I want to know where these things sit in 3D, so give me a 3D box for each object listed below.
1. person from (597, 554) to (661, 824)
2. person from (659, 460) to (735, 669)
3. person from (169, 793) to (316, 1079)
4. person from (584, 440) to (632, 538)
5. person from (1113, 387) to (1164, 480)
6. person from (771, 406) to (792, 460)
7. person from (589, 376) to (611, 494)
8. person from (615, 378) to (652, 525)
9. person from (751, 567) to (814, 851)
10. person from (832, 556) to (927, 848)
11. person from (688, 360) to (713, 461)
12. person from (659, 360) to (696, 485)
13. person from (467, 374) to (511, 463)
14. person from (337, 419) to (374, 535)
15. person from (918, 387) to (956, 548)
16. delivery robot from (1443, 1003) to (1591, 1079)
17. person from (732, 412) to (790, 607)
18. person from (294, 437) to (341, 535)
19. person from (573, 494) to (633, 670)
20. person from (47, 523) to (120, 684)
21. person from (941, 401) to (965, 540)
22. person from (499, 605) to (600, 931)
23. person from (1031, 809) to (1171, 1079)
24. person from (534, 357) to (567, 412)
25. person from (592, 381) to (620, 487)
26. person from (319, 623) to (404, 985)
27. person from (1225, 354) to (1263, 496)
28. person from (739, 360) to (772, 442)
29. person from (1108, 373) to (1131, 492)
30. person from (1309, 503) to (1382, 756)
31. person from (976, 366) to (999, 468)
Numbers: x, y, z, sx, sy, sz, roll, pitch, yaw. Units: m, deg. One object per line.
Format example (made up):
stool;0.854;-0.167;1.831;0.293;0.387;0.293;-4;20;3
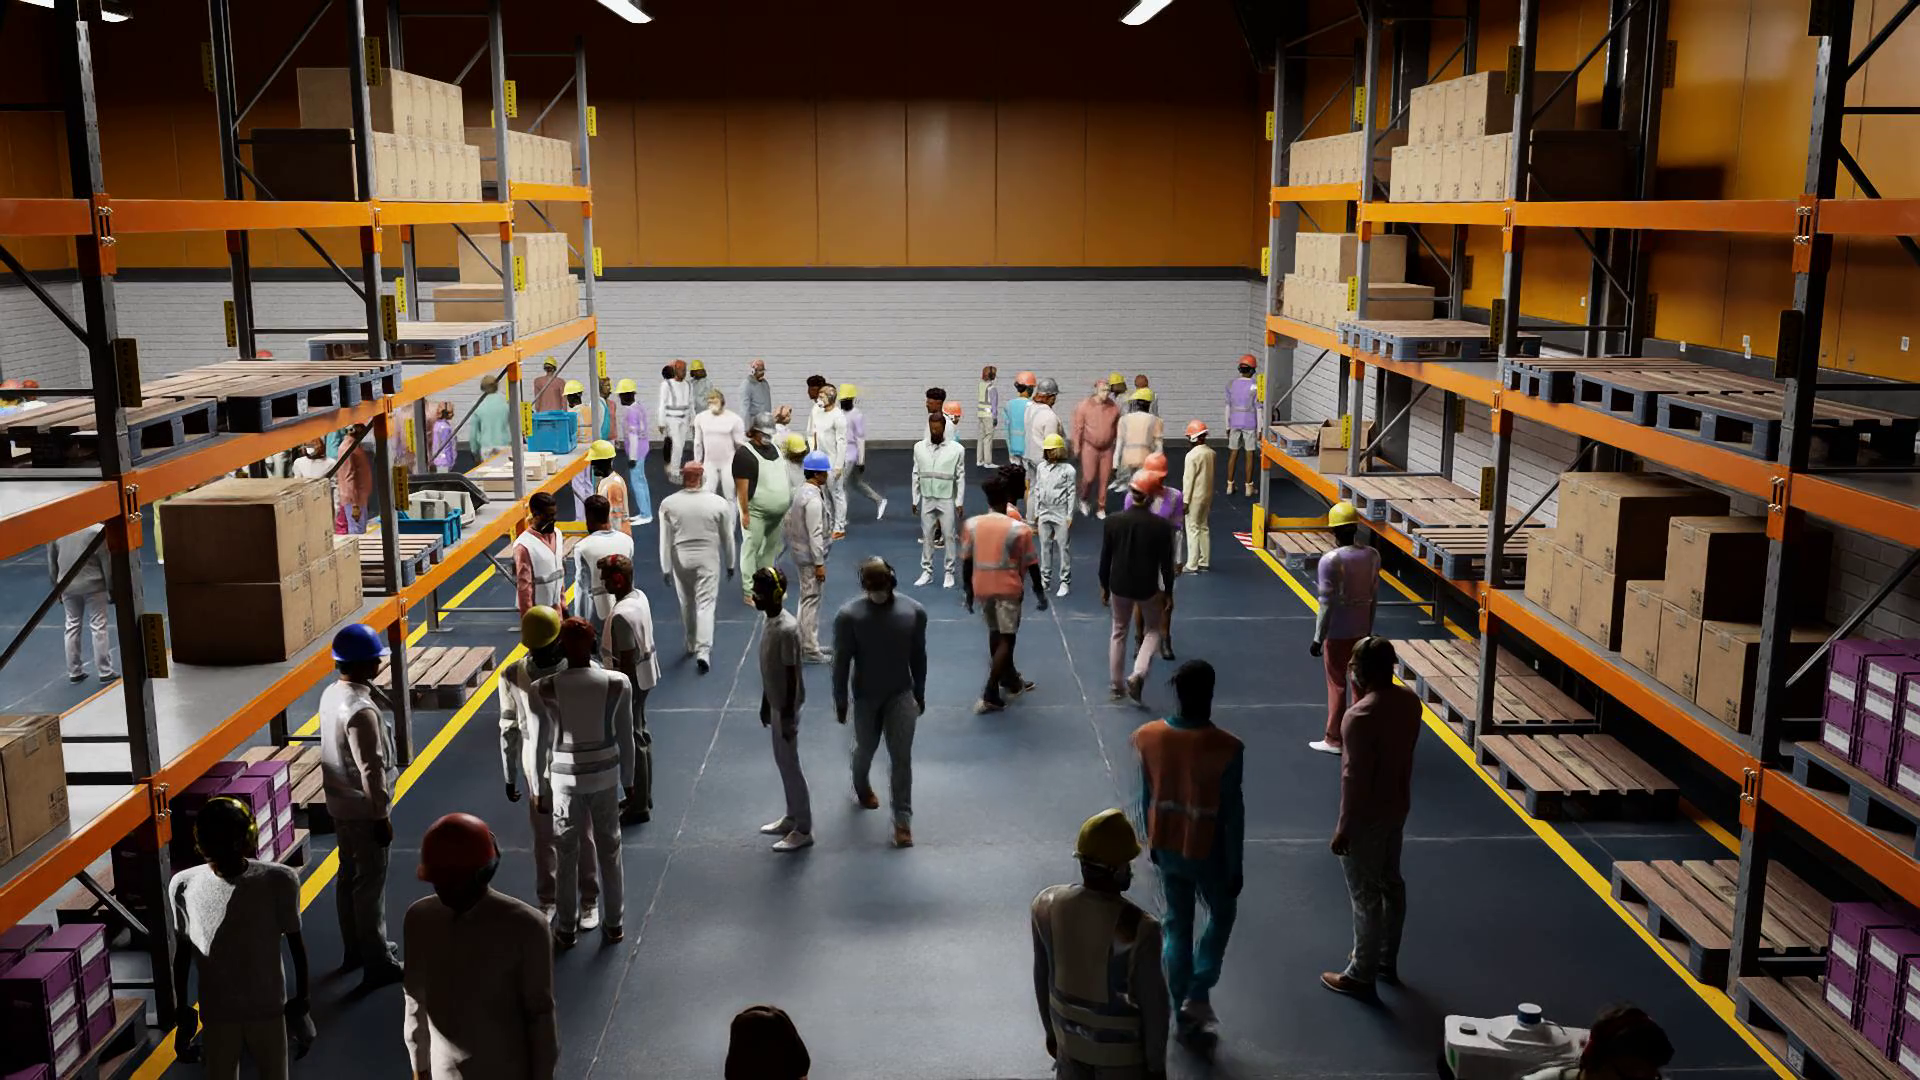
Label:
person;-2.214;0.992;11.168;0.390;1.838;0.563;0;11;-1
person;-2.372;0.209;15.042;0.657;1.864;0.977;-1;11;-5
person;-2.839;1.893;6.584;0.531;1.865;0.310;-2;11;-10
person;-3.379;-0.016;16.038;0.409;1.917;0.585;-4;12;-21
person;2.230;-0.974;20.973;0.631;1.880;0.906;6;13;29
person;-2.269;-0.890;21.136;0.319;1.631;0.513;2;12;11
person;-4.957;-1.364;22.991;0.349;1.839;0.504;-1;11;-6
person;-4.283;-1.157;21.779;0.424;1.918;0.589;-2;11;-8
person;-1.152;1.075;10.734;0.371;1.855;0.529;-4;12;-20
person;-0.540;0.997;11.020;0.643;1.897;0.954;-3;12;-13
person;-4.138;-2.004;26.458;0.483;1.737;0.346;6;13;27
person;-4.192;-1.750;24.821;0.554;1.870;0.629;9;14;38
person;-6.203;-1.247;22.176;0.659;1.922;0.594;-4;12;-21
person;-6.471;-0.424;17.868;0.375;1.997;0.611;-2;12;-12
person;-0.266;-0.888;20.269;0.369;1.967;0.601;-5;12;-25
delivery robot;2.547;2.325;7.475;0.707;0.478;0.477;3;12;13
person;-2.025;-0.342;17.349;0.536;2.000;0.681;7;13;32
person;-7.162;-0.380;18.561;0.499;1.634;0.285;0;11;-2
person;-2.774;0.592;13.006;0.401;1.909;0.599;7;13;31
person;-7.600;0.384;14.446;0.566;1.745;0.349;0;11;1
person;-0.123;-0.865;20.733;0.350;1.739;0.574;-5;12;-22
person;-2.315;1.294;9.481;0.592;1.911;0.398;-1;11;-4
person;0.565;1.929;6.480;0.587;1.833;0.404;8;14;36
person;-6.551;-2.055;26.659;0.529;1.755;0.343;0;11;1
person;-4.977;-1.395;23.335;0.328;1.761;0.523;7;13;30
person;-3.179;1.396;8.864;0.391;1.948;0.605;-9;14;-38
person;4.106;-1.653;23.955;0.604;2.034;0.418;8;14;35
person;-2.996;-1.733;24.708;0.401;1.894;0.653;6;13;26
person;2.294;-1.575;24.316;0.324;1.730;0.490;-6;13;-28
person;2.893;0.672;12.570;0.584;1.918;0.381;-7;13;-30
person;0.440;-1.955;26.467;0.312;1.633;0.519;-5;13;-25
